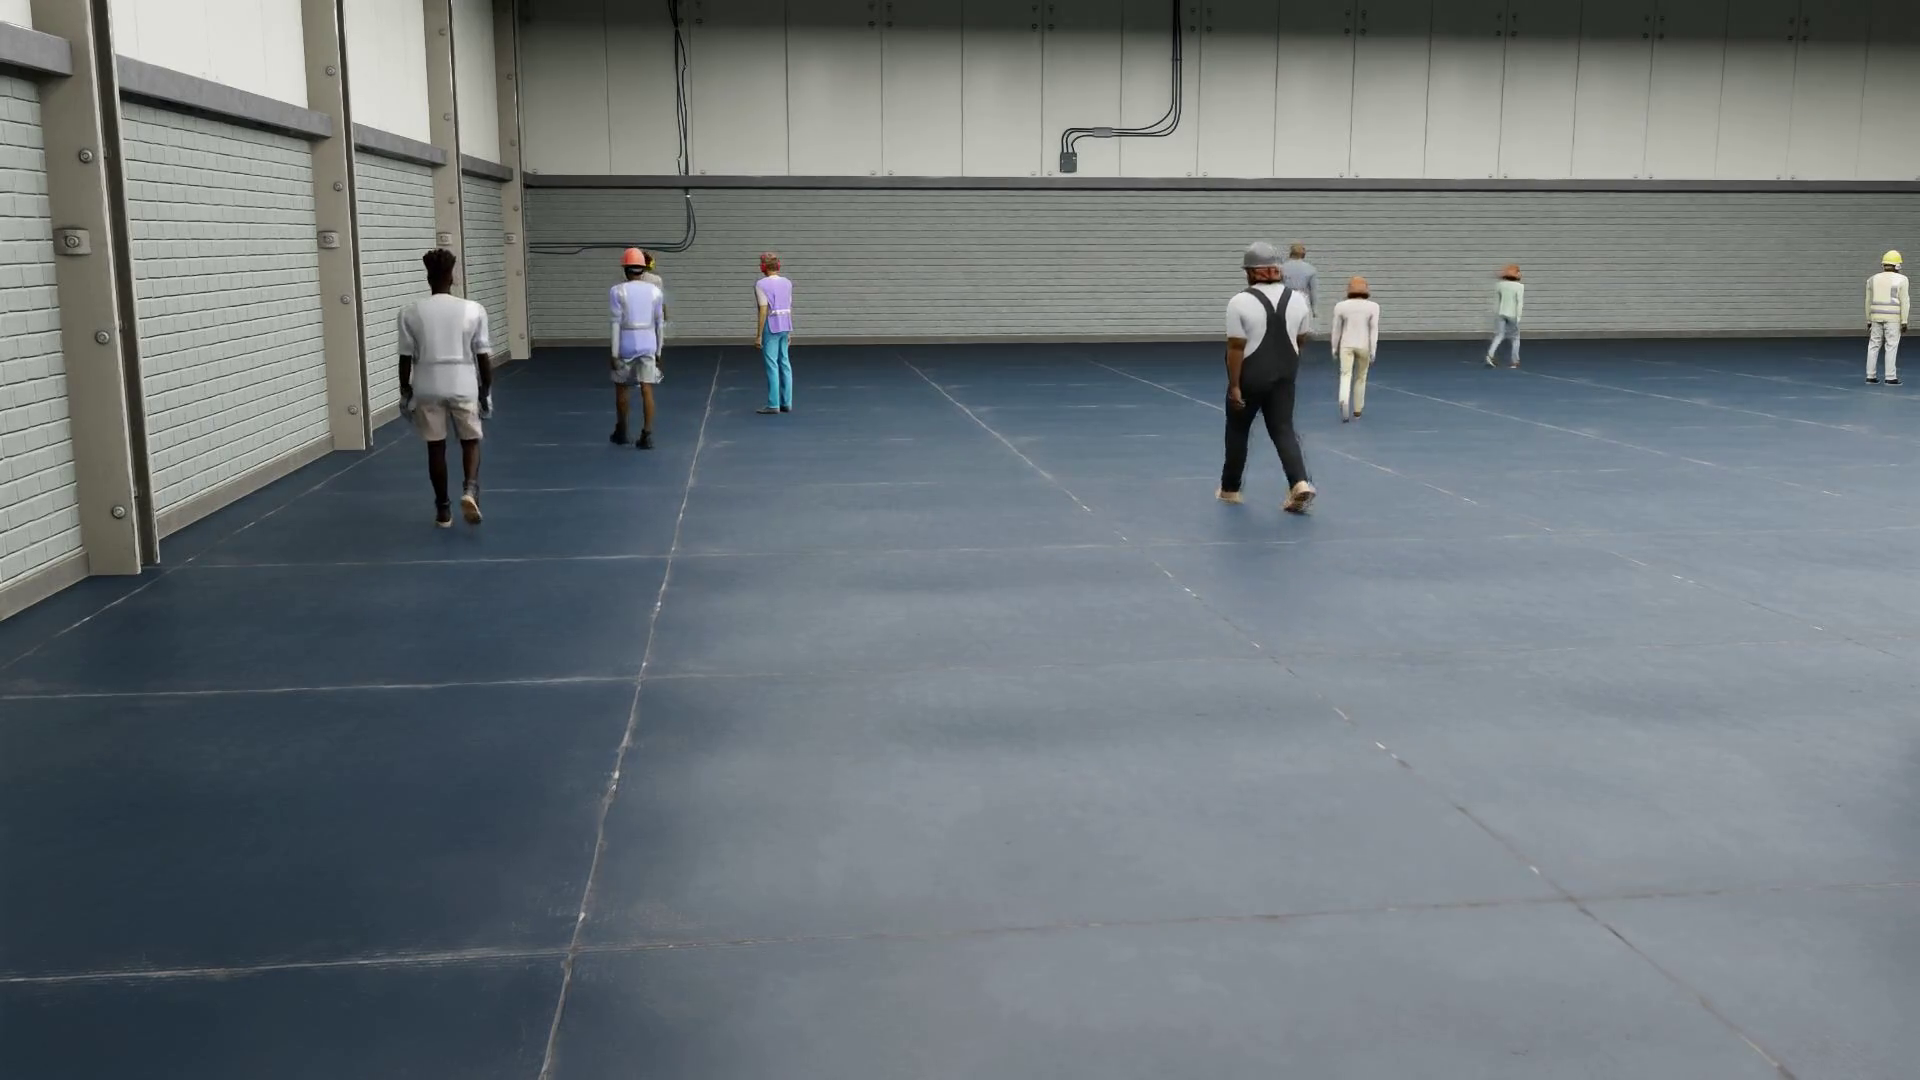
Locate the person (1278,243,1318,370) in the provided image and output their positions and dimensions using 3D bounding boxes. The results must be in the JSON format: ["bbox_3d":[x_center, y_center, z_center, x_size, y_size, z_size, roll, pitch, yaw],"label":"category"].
[{"bbox_3d":[5.123,-3.553,25.393,0.646,1.922,0.562,3,11,14],"label":"person"}]

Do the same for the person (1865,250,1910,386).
[{"bbox_3d":[12.663,-3.021,22.697,0.404,1.837,0.590,-6,12,-29],"label":"person"}]

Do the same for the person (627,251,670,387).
[{"bbox_3d":[-4.246,-3.023,22.743,0.551,1.816,0.963,3,11,15],"label":"person"}]

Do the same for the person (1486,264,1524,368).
[{"bbox_3d":[8.436,-3.447,25.692,0.726,1.617,0.505,-8,13,-37],"label":"person"}]

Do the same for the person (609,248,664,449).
[{"bbox_3d":[-3.165,-1.850,16.078,0.564,1.902,0.858,-6,12,-31],"label":"person"}]

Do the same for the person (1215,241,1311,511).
[{"bbox_3d":[2.285,-1.243,12.386,0.682,2.000,0.949,-3,11,-17],"label":"person"}]

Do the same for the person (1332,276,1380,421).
[{"bbox_3d":[4.352,-2.110,18.360,0.503,1.604,0.770,3,11,18],"label":"person"}]

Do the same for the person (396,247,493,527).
[{"bbox_3d":[-3.551,-1.032,11.468,0.635,1.951,0.604,-4,11,-19],"label":"person"}]

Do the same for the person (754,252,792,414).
[{"bbox_3d":[-2.123,-2.360,19.054,0.389,1.841,0.564,7,12,34],"label":"person"}]
